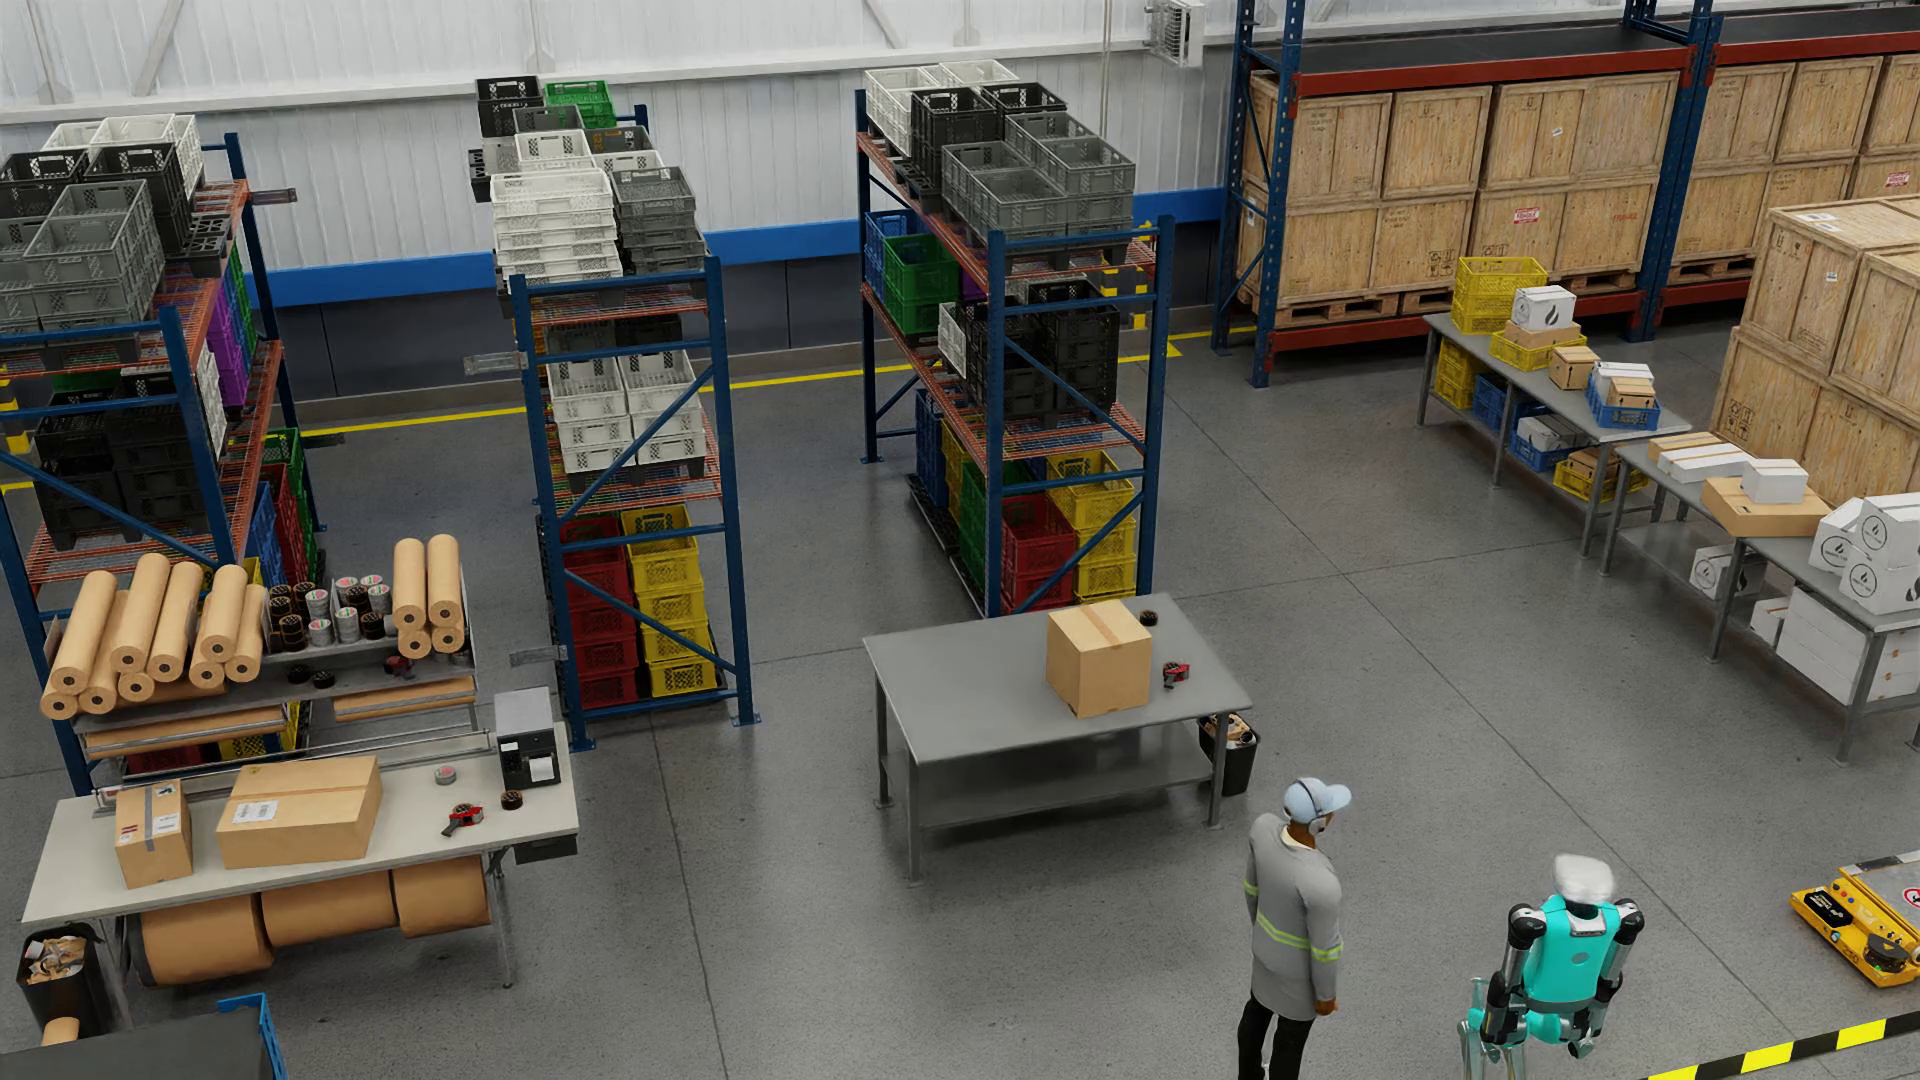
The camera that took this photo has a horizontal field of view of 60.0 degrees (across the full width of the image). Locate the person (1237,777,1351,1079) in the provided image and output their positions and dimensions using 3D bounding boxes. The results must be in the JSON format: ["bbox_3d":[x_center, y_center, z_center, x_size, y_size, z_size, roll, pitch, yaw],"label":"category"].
[{"bbox_3d":[1.452,1.797,7.248,0.365,1.852,0.589,-13,31,-22],"label":"person"}]

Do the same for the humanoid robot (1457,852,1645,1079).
[{"bbox_3d":[2.401,1.897,7.047,0.533,1.677,0.735,-2,29,-4],"label":"humanoid robot"}]

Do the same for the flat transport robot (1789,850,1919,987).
[{"bbox_3d":[5.163,1.916,8.676,1.431,0.231,0.659,-8,30,-14],"label":"flat transport robot"}]
